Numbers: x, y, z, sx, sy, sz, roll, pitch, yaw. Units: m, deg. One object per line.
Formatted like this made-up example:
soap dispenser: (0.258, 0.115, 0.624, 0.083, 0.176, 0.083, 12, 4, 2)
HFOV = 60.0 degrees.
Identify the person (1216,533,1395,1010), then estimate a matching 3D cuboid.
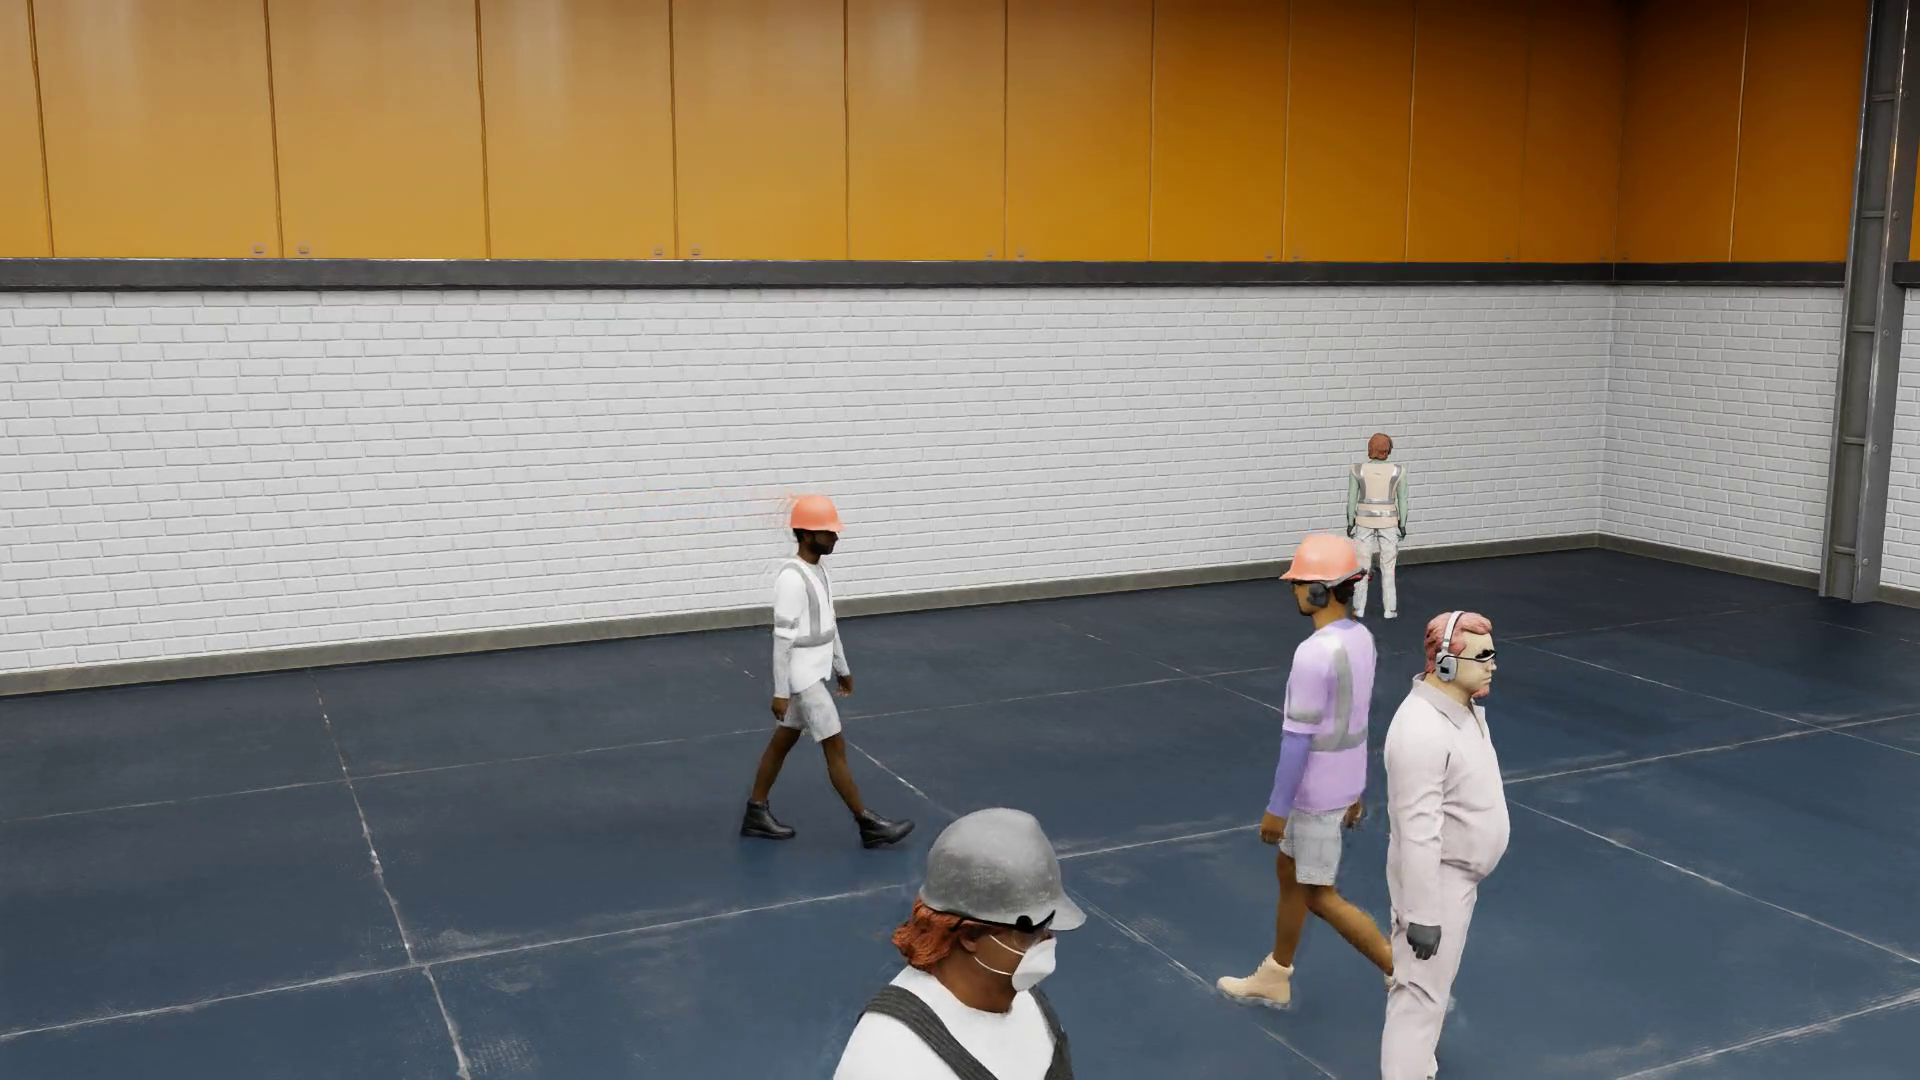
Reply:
person: (1.496, 0.977, 6.589, 0.919, 2.019, 0.608, 5, 10, 27)

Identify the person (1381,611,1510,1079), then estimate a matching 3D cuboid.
person: (1.657, 1.177, 5.684, 0.403, 1.906, 0.652, 4, 10, 25)

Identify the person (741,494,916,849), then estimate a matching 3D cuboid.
person: (-0.743, 0.692, 8.755, 0.978, 1.881, 0.567, 1, 9, 9)

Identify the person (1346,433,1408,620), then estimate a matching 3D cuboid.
person: (3.637, -0.115, 14.522, 0.525, 1.639, 0.307, 3, 10, 15)
